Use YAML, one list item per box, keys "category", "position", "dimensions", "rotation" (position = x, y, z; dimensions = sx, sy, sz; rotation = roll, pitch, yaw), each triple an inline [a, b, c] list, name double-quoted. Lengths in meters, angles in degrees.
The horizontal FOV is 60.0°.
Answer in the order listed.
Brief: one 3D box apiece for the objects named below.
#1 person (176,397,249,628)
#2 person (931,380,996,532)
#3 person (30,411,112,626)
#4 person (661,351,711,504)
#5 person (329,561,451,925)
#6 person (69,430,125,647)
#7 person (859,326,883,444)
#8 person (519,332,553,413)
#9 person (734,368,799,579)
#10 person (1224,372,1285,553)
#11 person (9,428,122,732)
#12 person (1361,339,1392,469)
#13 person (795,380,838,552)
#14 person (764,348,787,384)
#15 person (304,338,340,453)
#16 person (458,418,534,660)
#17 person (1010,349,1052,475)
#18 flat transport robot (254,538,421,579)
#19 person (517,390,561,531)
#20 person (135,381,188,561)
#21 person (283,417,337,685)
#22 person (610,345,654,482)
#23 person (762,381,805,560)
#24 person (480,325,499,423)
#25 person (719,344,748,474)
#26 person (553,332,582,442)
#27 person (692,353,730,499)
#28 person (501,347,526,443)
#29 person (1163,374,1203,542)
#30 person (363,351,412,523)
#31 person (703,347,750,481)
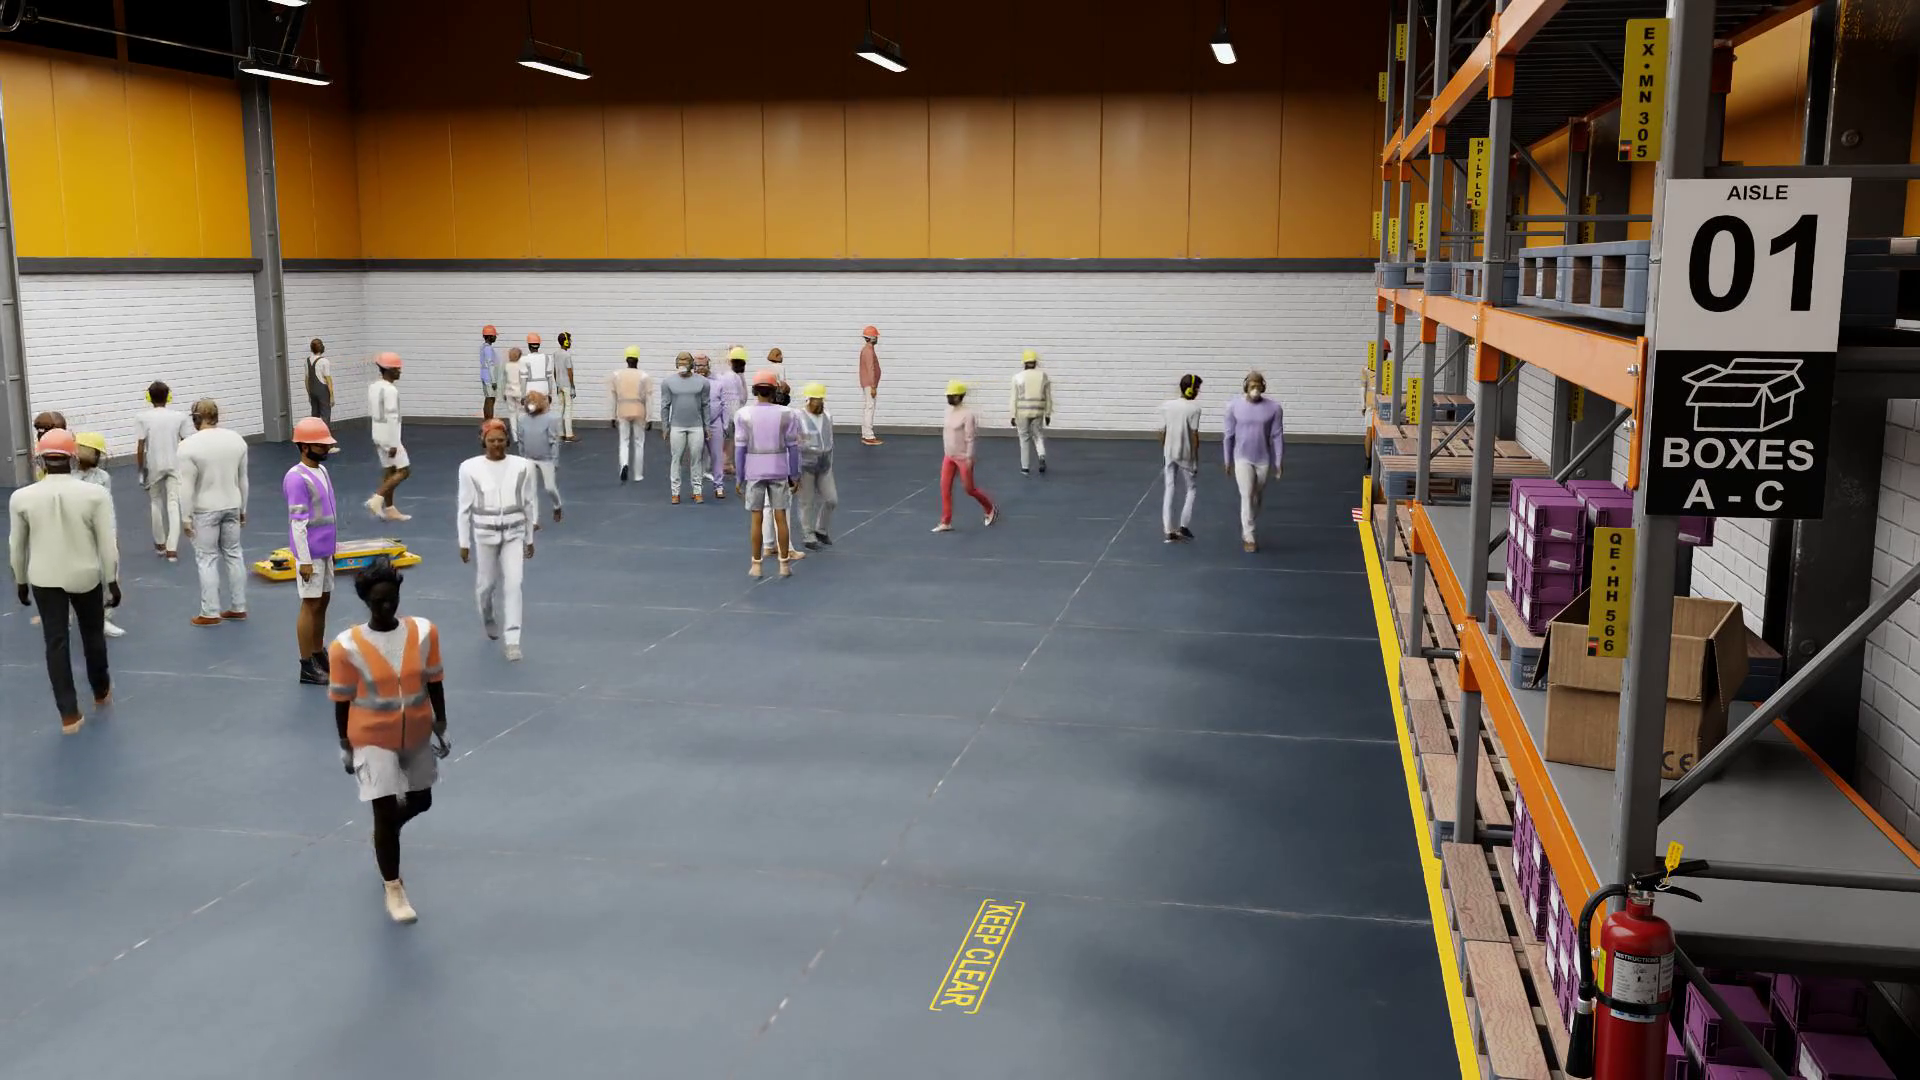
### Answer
- category: "person"
  position: [-6.259, -0.233, 13.962]
  dimensions: [0.370, 1.932, 0.633]
  rotation: [6, 11, 32]
- category: "person"
  position: [0.039, -0.968, 18.971]
  dimensions: [0.790, 1.740, 0.528]
  rotation: [-8, 13, -42]
- category: "person"
  position: [-7.509, -0.169, 13.908]
  dimensions: [0.657, 1.808, 0.713]
  rotation: [6, 11, 33]
- category: "person"
  position: [-3.468, -1.421, 21.083]
  dimensions: [0.635, 1.936, 0.354]
  rotation: [-2, 10, -14]
- category: "person"
  position: [-2.712, 0.906, 7.838]
  dimensions: [0.533, 1.677, 0.671]
  rotation: [-8, 12, -40]
- category: "person"
  position: [-7.026, -0.017, 13.298]
  dimensions: [0.342, 1.723, 0.526]
  rotation: [8, 12, 38]
- category: "person"
  position: [-1.505, -2.611, 28.075]
  dimensions: [0.378, 1.995, 0.622]
  rotation: [-2, 10, -12]
- category: "person"
  position: [-6.825, -2.365, 26.773]
  dimensions: [0.545, 1.939, 0.354]
  rotation: [-7, 12, -35]
- category: "person"
  position: [-1.870, -0.642, 16.074]
  dimensions: [0.615, 2.040, 0.391]
  rotation: [-2, 10, -11]
- category: "person"
  position: [3.143, -0.863, 17.866]
  dimensions: [0.641, 1.909, 0.967]
  rotation: [0, 9, 2]
- category: "person"
  position: [-5.923, 0.234, 11.052]
  dimensions: [0.647, 1.950, 0.961]
  rotation: [-4, 10, -23]
- category: "person"
  position: [6.209, -2.004, 24.624]
  dimensions: [0.542, 1.930, 0.374]
  rotation: [6, 11, 33]
- category: "person"
  position: [-1.551, -0.777, 17.563]
  dimensions: [0.608, 1.815, 0.416]
  rotation: [-8, 12, -39]
- category: "person"
  position: [-3.095, -2.405, 27.922]
  dimensions: [0.499, 1.634, 0.285]
  rotation: [8, 12, 40]
- category: "person"
  position: [-10.268, -2.311, 26.721]
  dimensions: [0.513, 1.846, 0.335]
  rotation: [4, 10, 22]
- category: "person"
  position: [-3.625, -0.037, 13.012]
  dimensions: [0.585, 1.856, 0.874]
  rotation: [-4, 10, -23]
- category: "person"
  position: [1.019, -1.829, 23.893]
  dimensions: [0.596, 1.821, 0.510]
  rotation: [-2, 10, -12]
- category: "flat transport robot"
  position: [-6.169, 0.171, 16.502]
  dimensions: [1.431, 0.197, 0.652]
  rotation: [-7, 12, -38]
- category: "person"
  position: [-4.796, -0.922, 19.049]
  dimensions: [0.499, 1.619, 0.649]
  rotation: [1, 9, 6]
- category: "person"
  position: [-8.253, -0.735, 17.263]
  dimensions: [0.539, 1.824, 0.937]
  rotation: [-5, 11, -29]
- category: "person"
  position: [-4.657, 0.074, 12.078]
  dimensions: [0.362, 1.935, 0.553]
  rotation: [0, 9, -2]
- category: "person"
  position: [-4.552, -1.747, 23.108]
  dimensions: [0.602, 1.916, 0.513]
  rotation: [-1, 9, -3]
- category: "person"
  position: [-1.862, -0.718, 17.140]
  dimensions: [0.430, 1.845, 0.620]
  rotation: [-7, 12, -35]
- category: "person"
  position: [-8.471, -2.908, 30.046]
  dimensions: [0.358, 1.938, 0.546]
  rotation: [-5, 11, -28]
- category: "person"
  position: [-3.184, -1.881, 24.022]
  dimensions: [0.653, 1.885, 0.643]
  rotation: [2, 10, 9]
- category: "person"
  position: [-6.744, -2.614, 28.479]
  dimensions: [0.526, 1.871, 0.324]
  rotation: [9, 13, 42]
- category: "person"
  position: [-3.310, -1.470, 21.522]
  dimensions: [0.659, 1.894, 0.400]
  rotation: [-2, 10, -12]
- category: "person"
  position: [-7.536, -2.461, 28.283]
  dimensions: [0.517, 1.626, 0.376]
  rotation: [1, 9, 5]
- category: "person"
  position: [2.406, -0.895, 18.191]
  dimensions: [0.557, 1.843, 0.522]
  rotation: [6, 11, 33]
- category: "person"
  position: [-6.679, -1.182, 19.392]
  dimensions: [0.549, 2.029, 0.620]
  rotation: [-8, 12, -39]
- category: "person"
  position: [-3.185, -1.741, 23.189]
  dimensions: [0.957, 1.890, 0.606]
  rotation: [1, 9, 7]
